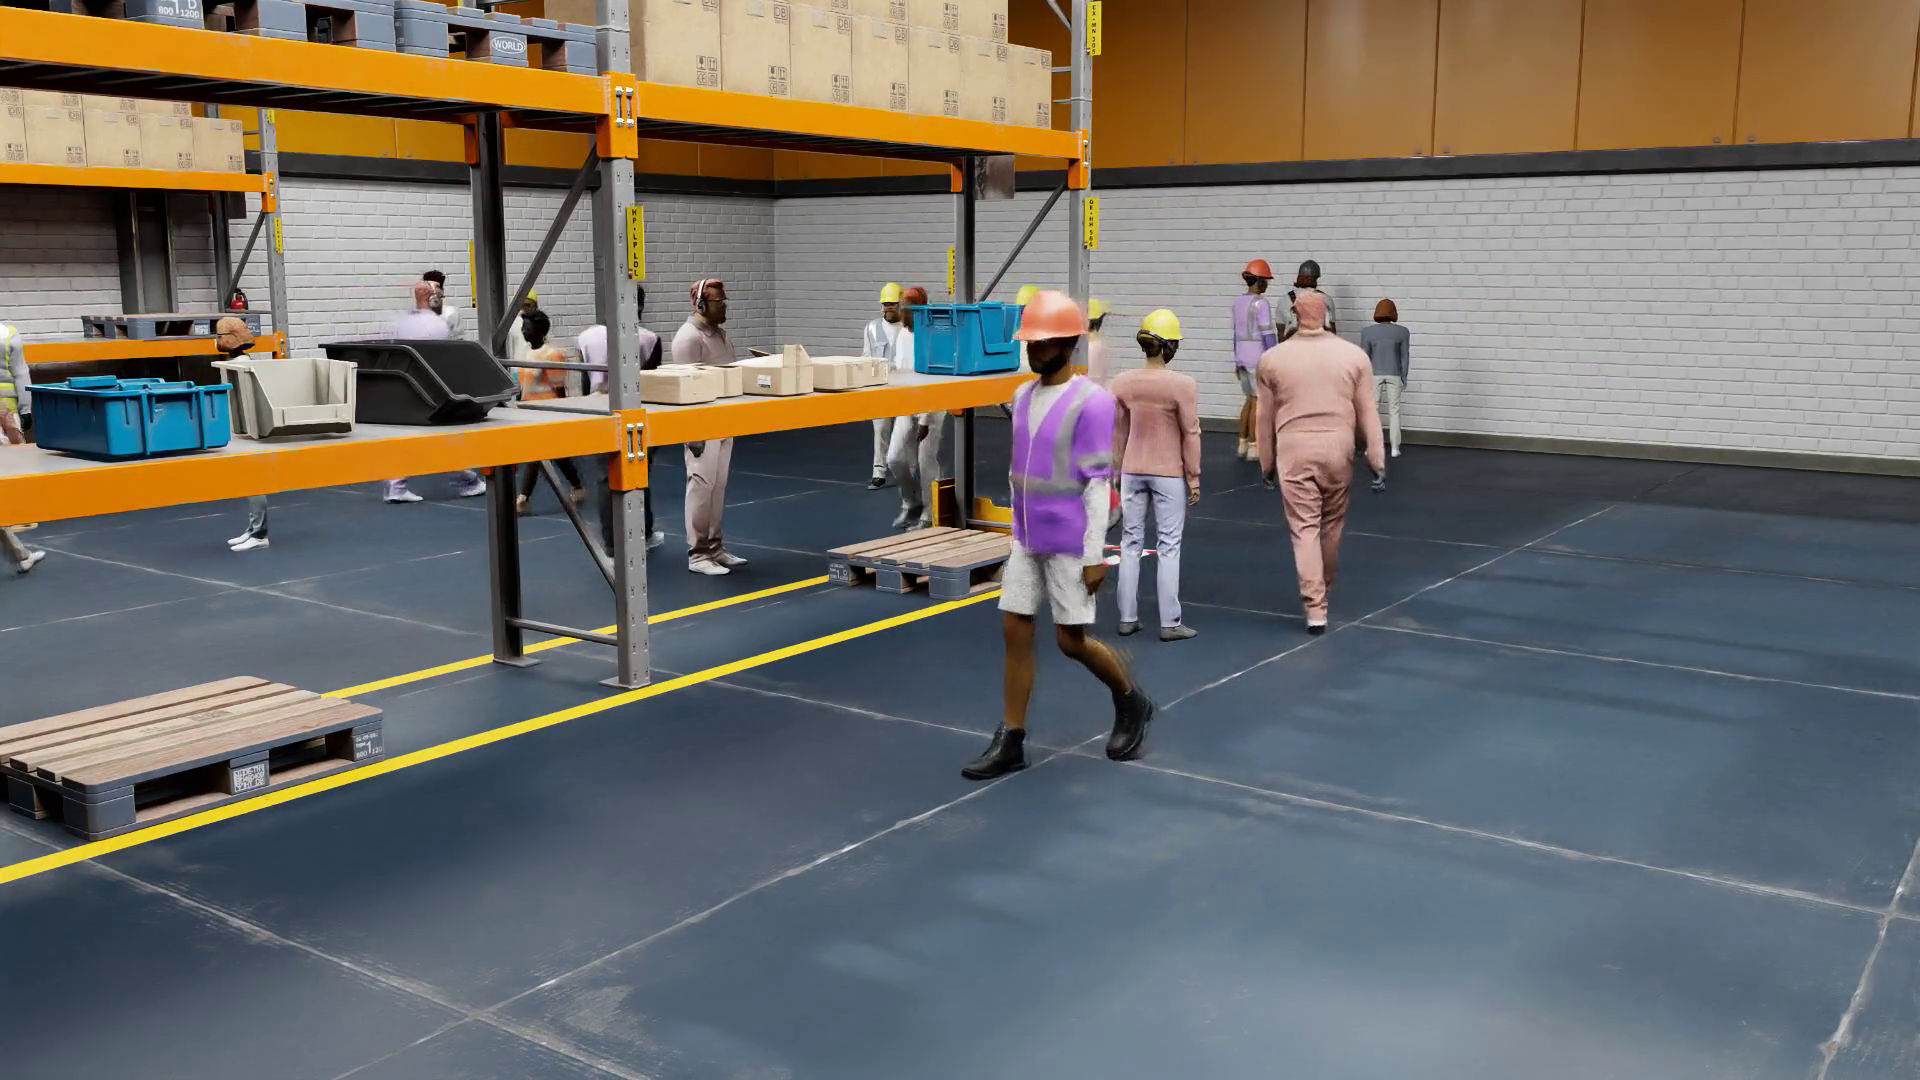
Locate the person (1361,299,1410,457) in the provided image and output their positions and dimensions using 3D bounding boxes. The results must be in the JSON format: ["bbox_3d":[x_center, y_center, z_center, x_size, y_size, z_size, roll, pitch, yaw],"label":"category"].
[{"bbox_3d":[4.386,-1.674,17.222,0.501,1.631,0.285,2,10,9],"label":"person"}]

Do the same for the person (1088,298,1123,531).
[{"bbox_3d":[0.969,-0.897,12.207,0.415,1.754,0.542,0,10,-1],"label":"person"}]

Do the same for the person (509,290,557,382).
[{"bbox_3d":[-4.567,-1.808,17.736,0.552,1.715,0.901,-2,10,-10],"label":"person"}]

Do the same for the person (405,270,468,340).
[{"bbox_3d":[-5.403,-1.831,17.321,0.612,1.908,0.994,2,10,9],"label":"person"}]

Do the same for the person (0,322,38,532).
[{"bbox_3d":[-7.224,-0.962,12.363,0.632,1.843,0.429,-2,10,-13],"label":"person"}]

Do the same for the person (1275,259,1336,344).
[{"bbox_3d":[3.857,-2.076,18.405,0.684,2.000,0.538,6,11,33],"label":"person"}]

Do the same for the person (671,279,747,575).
[{"bbox_3d":[-1.610,-0.735,10.818,0.408,1.908,0.645,2,10,11],"label":"person"}]

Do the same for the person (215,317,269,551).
[{"bbox_3d":[-5.043,-0.743,11.672,0.281,1.634,0.498,-4,10,-23],"label":"person"}]

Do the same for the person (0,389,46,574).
[{"bbox_3d":[-6.066,-0.498,10.327,0.596,1.585,0.857,4,10,23],"label":"person"}]

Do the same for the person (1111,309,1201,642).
[{"bbox_3d":[1.049,-0.341,8.889,0.533,1.768,0.310,7,12,35],"label":"person"}]

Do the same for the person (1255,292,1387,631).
[{"bbox_3d":[2.000,-0.448,9.300,0.720,1.846,0.962,0,10,3],"label":"person"}]

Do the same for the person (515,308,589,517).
[{"bbox_3d":[-3.334,-1.027,13.320,0.905,1.649,0.544,-9,13,-44],"label":"person"}]

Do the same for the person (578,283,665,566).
[{"bbox_3d":[-2.259,-0.797,11.288,0.589,1.872,0.868,0,10,2],"label":"person"}]

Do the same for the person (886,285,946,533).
[{"bbox_3d":[-0.265,-0.917,12.067,0.596,1.843,0.570,8,13,40],"label":"person"}]

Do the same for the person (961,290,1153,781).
[{"bbox_3d":[0.391,-0.023,6.557,0.812,1.915,0.558,-7,12,-37],"label":"person"}]

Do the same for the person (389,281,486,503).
[{"bbox_3d":[-4.426,-1.242,13.994,0.664,1.852,0.986,7,12,37],"label":"person"}]

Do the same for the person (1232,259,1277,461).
[{"bbox_3d":[3.016,-1.812,16.856,0.434,2.038,0.627,-3,10,-17],"label":"person"}]

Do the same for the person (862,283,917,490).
[{"bbox_3d":[-0.581,-1.341,14.652,0.601,1.827,0.404,2,10,10],"label":"person"}]

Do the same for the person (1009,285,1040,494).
[{"bbox_3d":[0.675,-1.284,14.353,0.507,1.815,0.608,-6,11,-33],"label":"person"}]
